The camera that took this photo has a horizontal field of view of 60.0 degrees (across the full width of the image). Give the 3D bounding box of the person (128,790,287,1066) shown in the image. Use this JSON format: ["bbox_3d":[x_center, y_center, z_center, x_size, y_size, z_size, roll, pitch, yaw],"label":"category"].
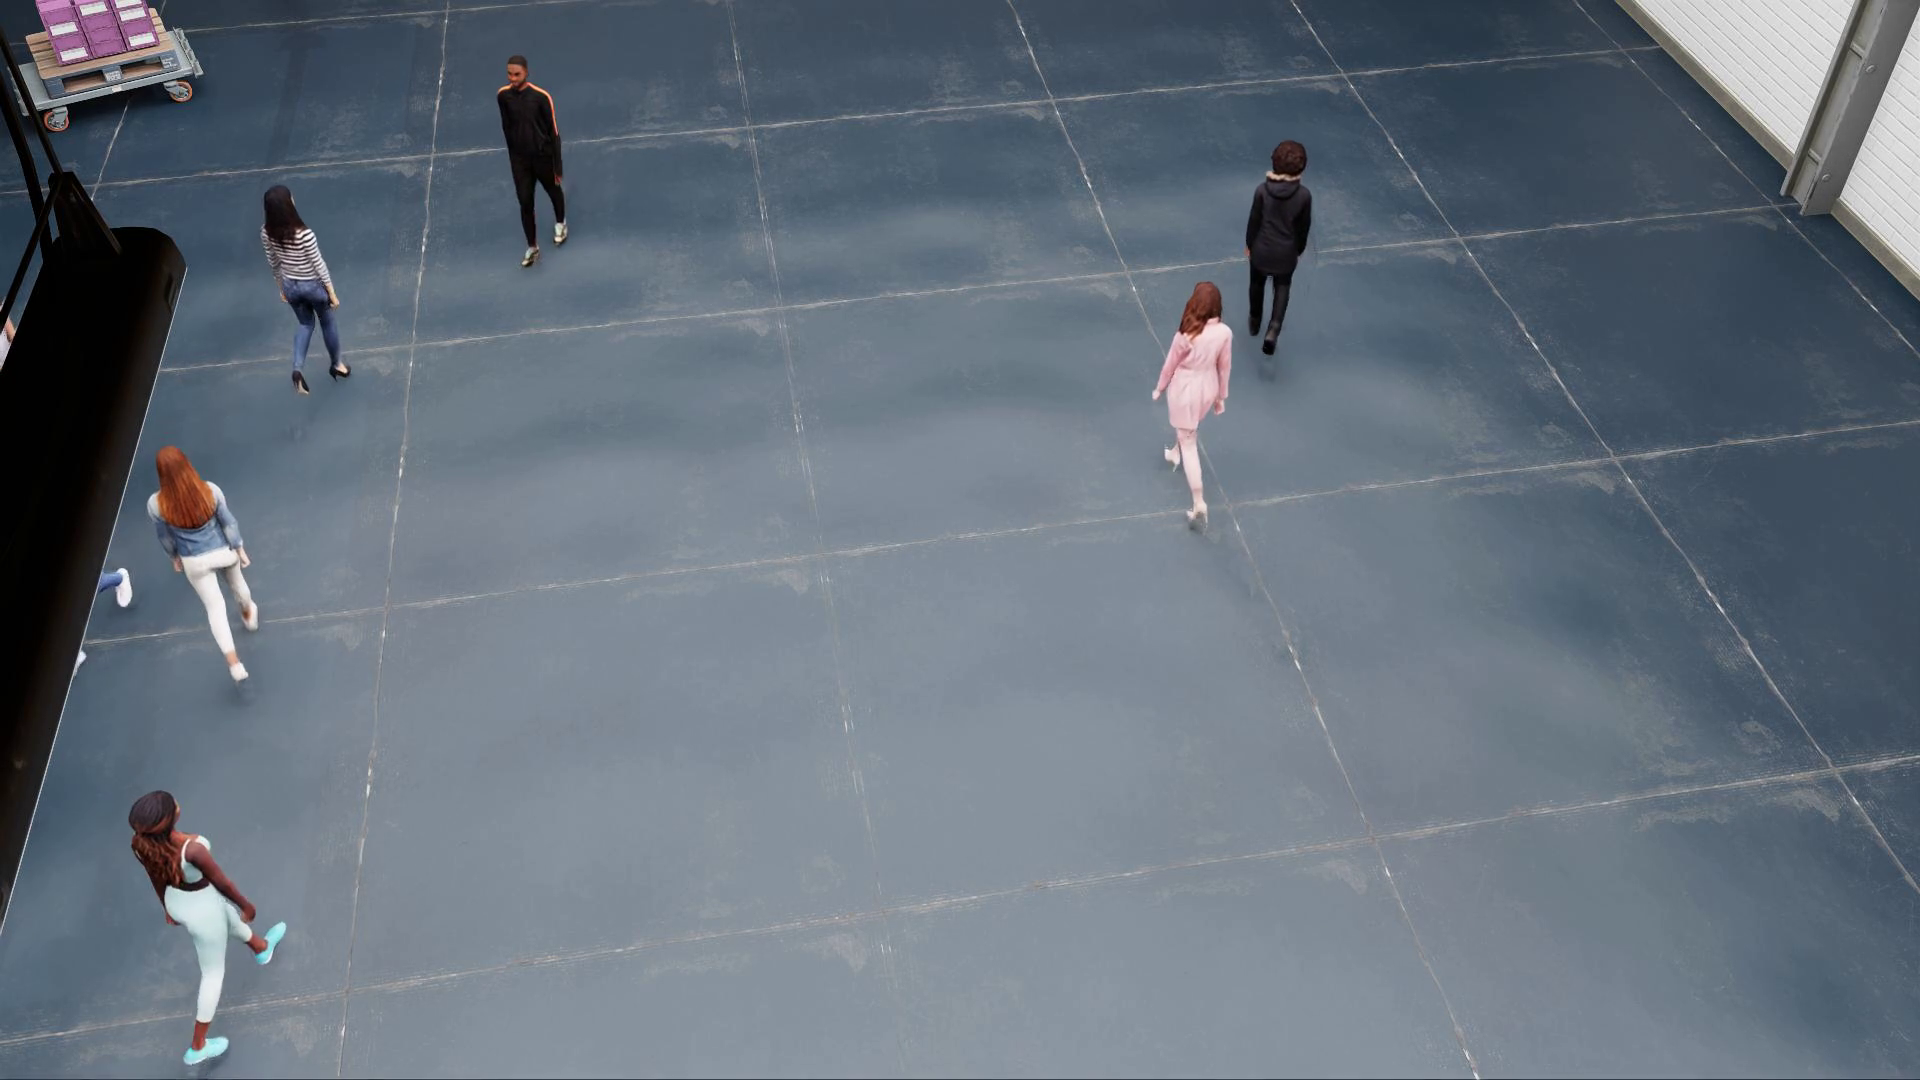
[{"bbox_3d":[-3.936,1.972,8.524,0.932,1.685,1.241,11,45,12],"label":"person"}]

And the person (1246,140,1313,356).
[{"bbox_3d":[2.440,-2.227,12.874,0.836,1.763,1.064,6,44,7],"label":"person"}]

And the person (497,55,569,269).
[{"bbox_3d":[-3.534,-3.266,13.952,0.808,1.782,1.063,2,44,2],"label":"person"}]

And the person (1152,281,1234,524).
[{"bbox_3d":[1.632,-0.915,11.502,0.751,1.757,1.168,-14,45,-14],"label":"person"}]

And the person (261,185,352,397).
[{"bbox_3d":[-4.912,-1.793,12.410,0.789,1.775,0.992,8,44,8],"label":"person"}]

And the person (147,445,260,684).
[{"bbox_3d":[-4.696,0.174,10.422,0.816,1.670,1.164,-18,46,-18],"label":"person"}]
